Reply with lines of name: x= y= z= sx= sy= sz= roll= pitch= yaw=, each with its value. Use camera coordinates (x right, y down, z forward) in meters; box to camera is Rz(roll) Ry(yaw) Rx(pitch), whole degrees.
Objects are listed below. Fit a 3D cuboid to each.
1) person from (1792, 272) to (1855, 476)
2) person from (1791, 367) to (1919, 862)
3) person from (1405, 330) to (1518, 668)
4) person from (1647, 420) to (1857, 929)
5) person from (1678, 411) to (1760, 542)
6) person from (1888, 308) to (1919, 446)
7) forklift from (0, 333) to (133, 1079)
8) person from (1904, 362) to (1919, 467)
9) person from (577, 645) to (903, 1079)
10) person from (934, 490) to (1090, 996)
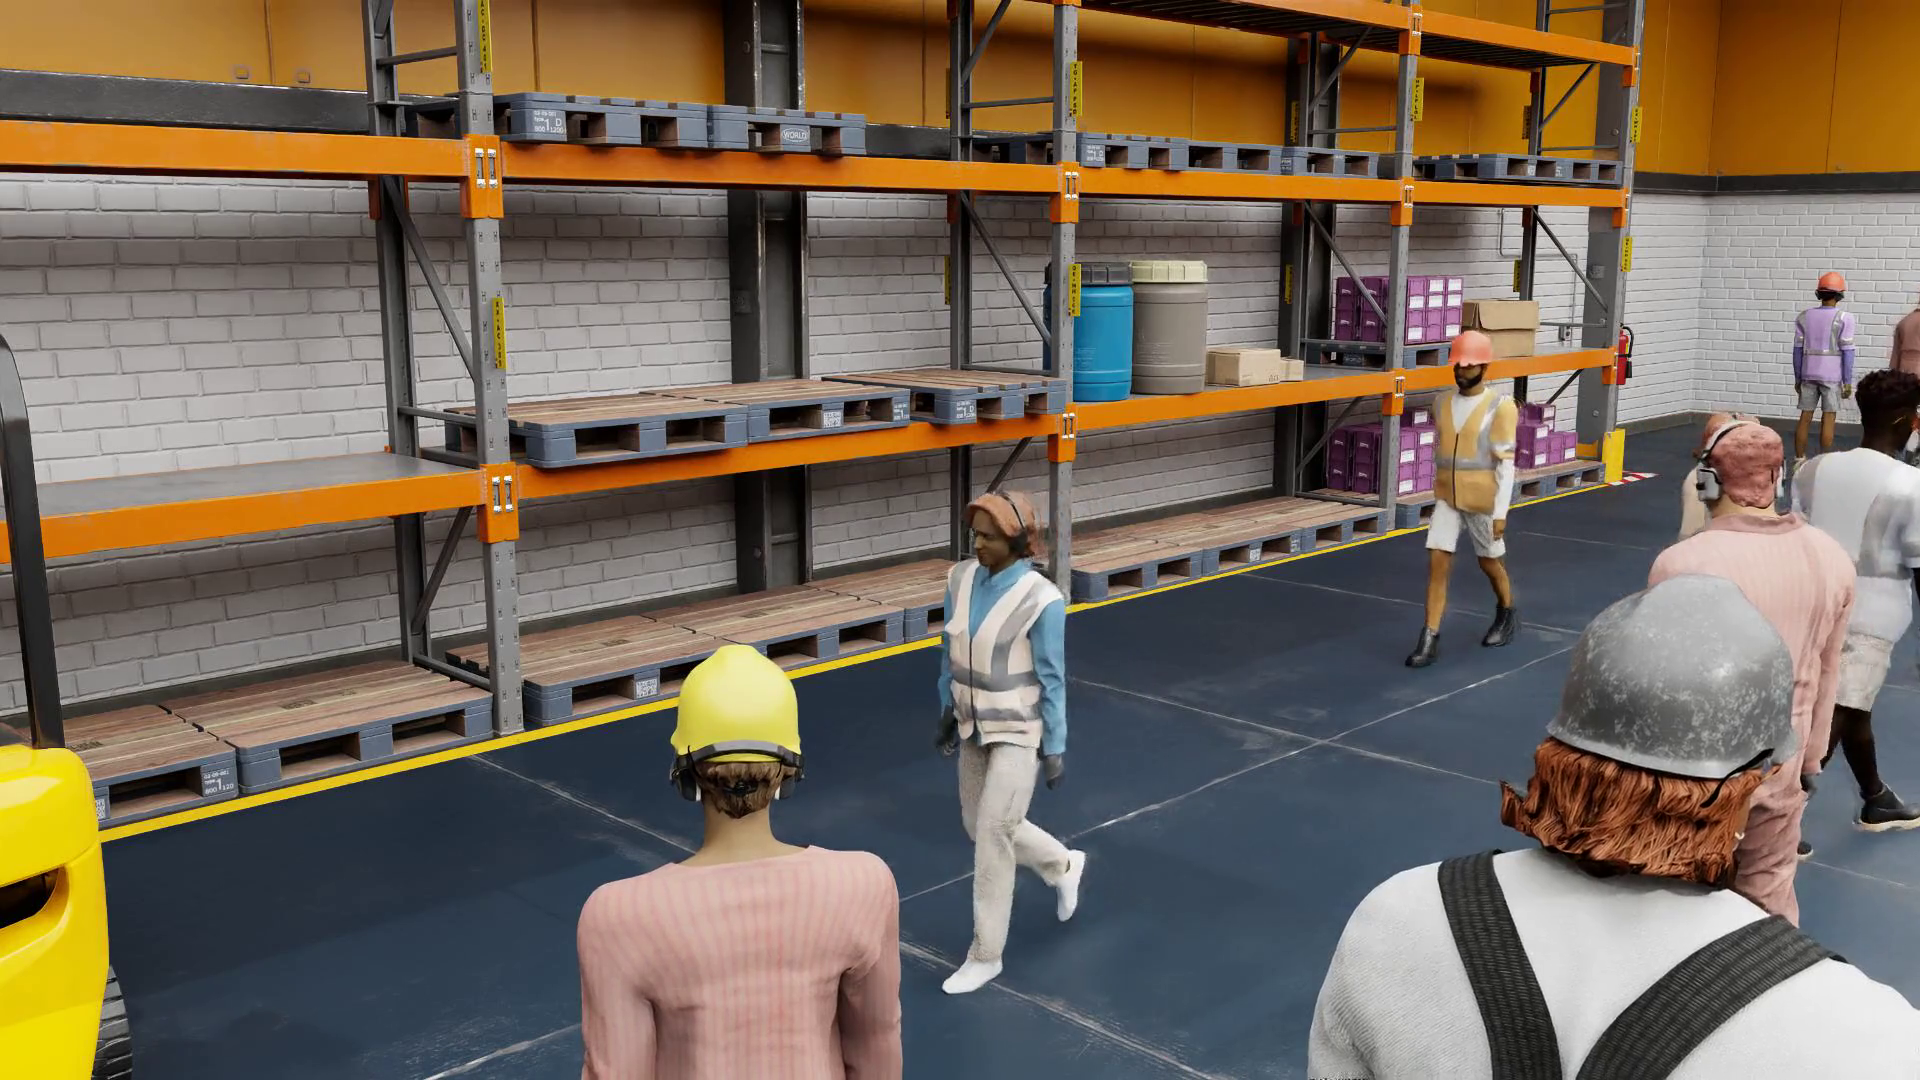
person: x=8.564 y=-1.626 z=16.495 sx=0.366 sy=2.048 sz=0.608 roll=-6 pitch=12 yaw=-31
person: x=3.472 y=0.287 z=6.439 sx=1.022 sy=1.915 sz=0.631 roll=-4 pitch=11 yaw=-20
person: x=2.927 y=-0.251 z=9.456 sx=1.021 sy=1.891 sz=0.555 roll=-9 pitch=14 yaw=-42
person: x=2.125 y=0.617 z=4.655 sx=0.651 sy=1.904 sz=0.401 roll=-3 pitch=11 yaw=-18
person: x=3.436 y=0.232 z=7.500 sx=0.485 sy=1.619 sz=0.536 roll=0 pitch=10 yaw=-2
person: x=10.248 y=-1.761 z=17.772 sx=0.512 sy=1.868 sz=0.757 roll=-2 pitch=11 yaw=-13
forklift: x=-3.289 y=0.485 z=4.582 sx=1.214 sy=2.155 sz=2.313 roll=-10 pitch=14 yaw=-44
person: x=6.987 y=-0.670 z=11.698 sx=0.433 sy=1.890 sz=0.684 roll=-7 pitch=12 yaw=-32
person: x=-0.349 y=1.041 z=2.721 sx=0.527 sy=1.768 sz=0.313 roll=-4 pitch=11 yaw=-20
person: x=0.188 y=0.618 z=5.417 sx=0.660 sy=1.612 sz=0.511 roll=-8 pitch=13 yaw=-38
